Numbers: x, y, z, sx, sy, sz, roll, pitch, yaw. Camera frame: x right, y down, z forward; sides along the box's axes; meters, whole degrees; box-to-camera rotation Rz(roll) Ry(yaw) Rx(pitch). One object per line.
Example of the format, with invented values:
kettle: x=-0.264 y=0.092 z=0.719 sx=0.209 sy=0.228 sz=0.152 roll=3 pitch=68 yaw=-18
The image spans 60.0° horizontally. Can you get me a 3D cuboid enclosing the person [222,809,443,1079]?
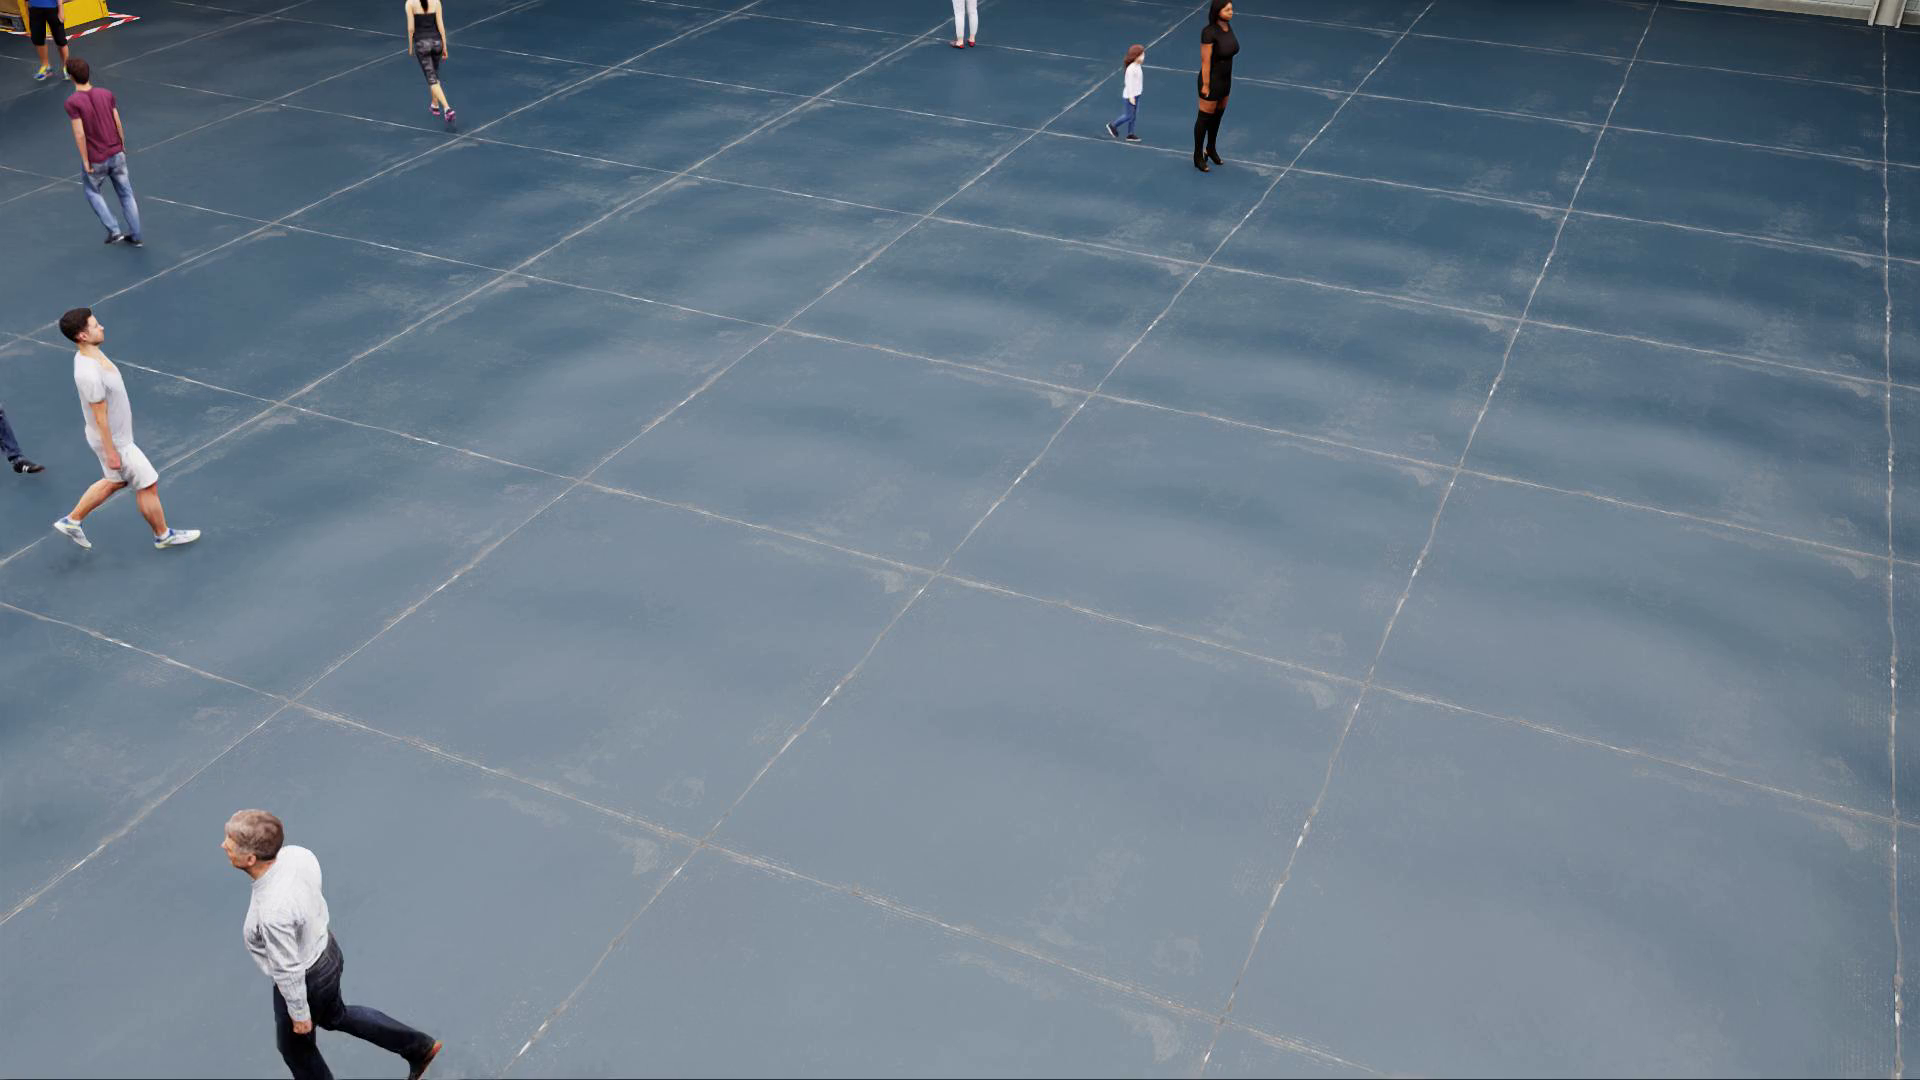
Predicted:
person: x=-2.758 y=1.880 z=7.221 sx=1.110 sy=1.800 sz=0.960 roll=-4 pitch=32 yaw=-6

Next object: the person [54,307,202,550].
person: x=-5.845 y=-0.685 z=11.256 sx=1.175 sy=1.834 sz=1.164 roll=-14 pitch=35 yaw=-21

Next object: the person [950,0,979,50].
person: x=0.054 y=-7.342 z=22.017 sx=0.686 sy=1.611 sz=0.715 roll=-17 pitch=36 yaw=-25

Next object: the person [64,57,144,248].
person: x=-8.212 y=-3.705 z=16.036 sx=0.741 sy=1.841 sz=0.729 roll=23 pitch=39 yaw=32

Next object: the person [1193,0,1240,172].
person: x=2.756 y=-4.952 z=18.000 sx=0.686 sy=1.855 sz=0.705 roll=24 pitch=39 yaw=33

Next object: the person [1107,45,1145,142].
person: x=1.909 y=-5.080 z=18.904 sx=0.626 sy=1.107 sz=0.478 roll=19 pitch=37 yaw=28

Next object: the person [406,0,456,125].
person: x=-6.138 y=-5.670 z=19.287 sx=0.938 sy=1.696 sz=1.173 roll=-21 pitch=38 yaw=-30

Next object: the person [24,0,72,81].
person: x=-11.376 y=-6.626 z=20.682 sx=0.761 sy=1.825 sz=0.928 roll=6 pitch=33 yaw=9
